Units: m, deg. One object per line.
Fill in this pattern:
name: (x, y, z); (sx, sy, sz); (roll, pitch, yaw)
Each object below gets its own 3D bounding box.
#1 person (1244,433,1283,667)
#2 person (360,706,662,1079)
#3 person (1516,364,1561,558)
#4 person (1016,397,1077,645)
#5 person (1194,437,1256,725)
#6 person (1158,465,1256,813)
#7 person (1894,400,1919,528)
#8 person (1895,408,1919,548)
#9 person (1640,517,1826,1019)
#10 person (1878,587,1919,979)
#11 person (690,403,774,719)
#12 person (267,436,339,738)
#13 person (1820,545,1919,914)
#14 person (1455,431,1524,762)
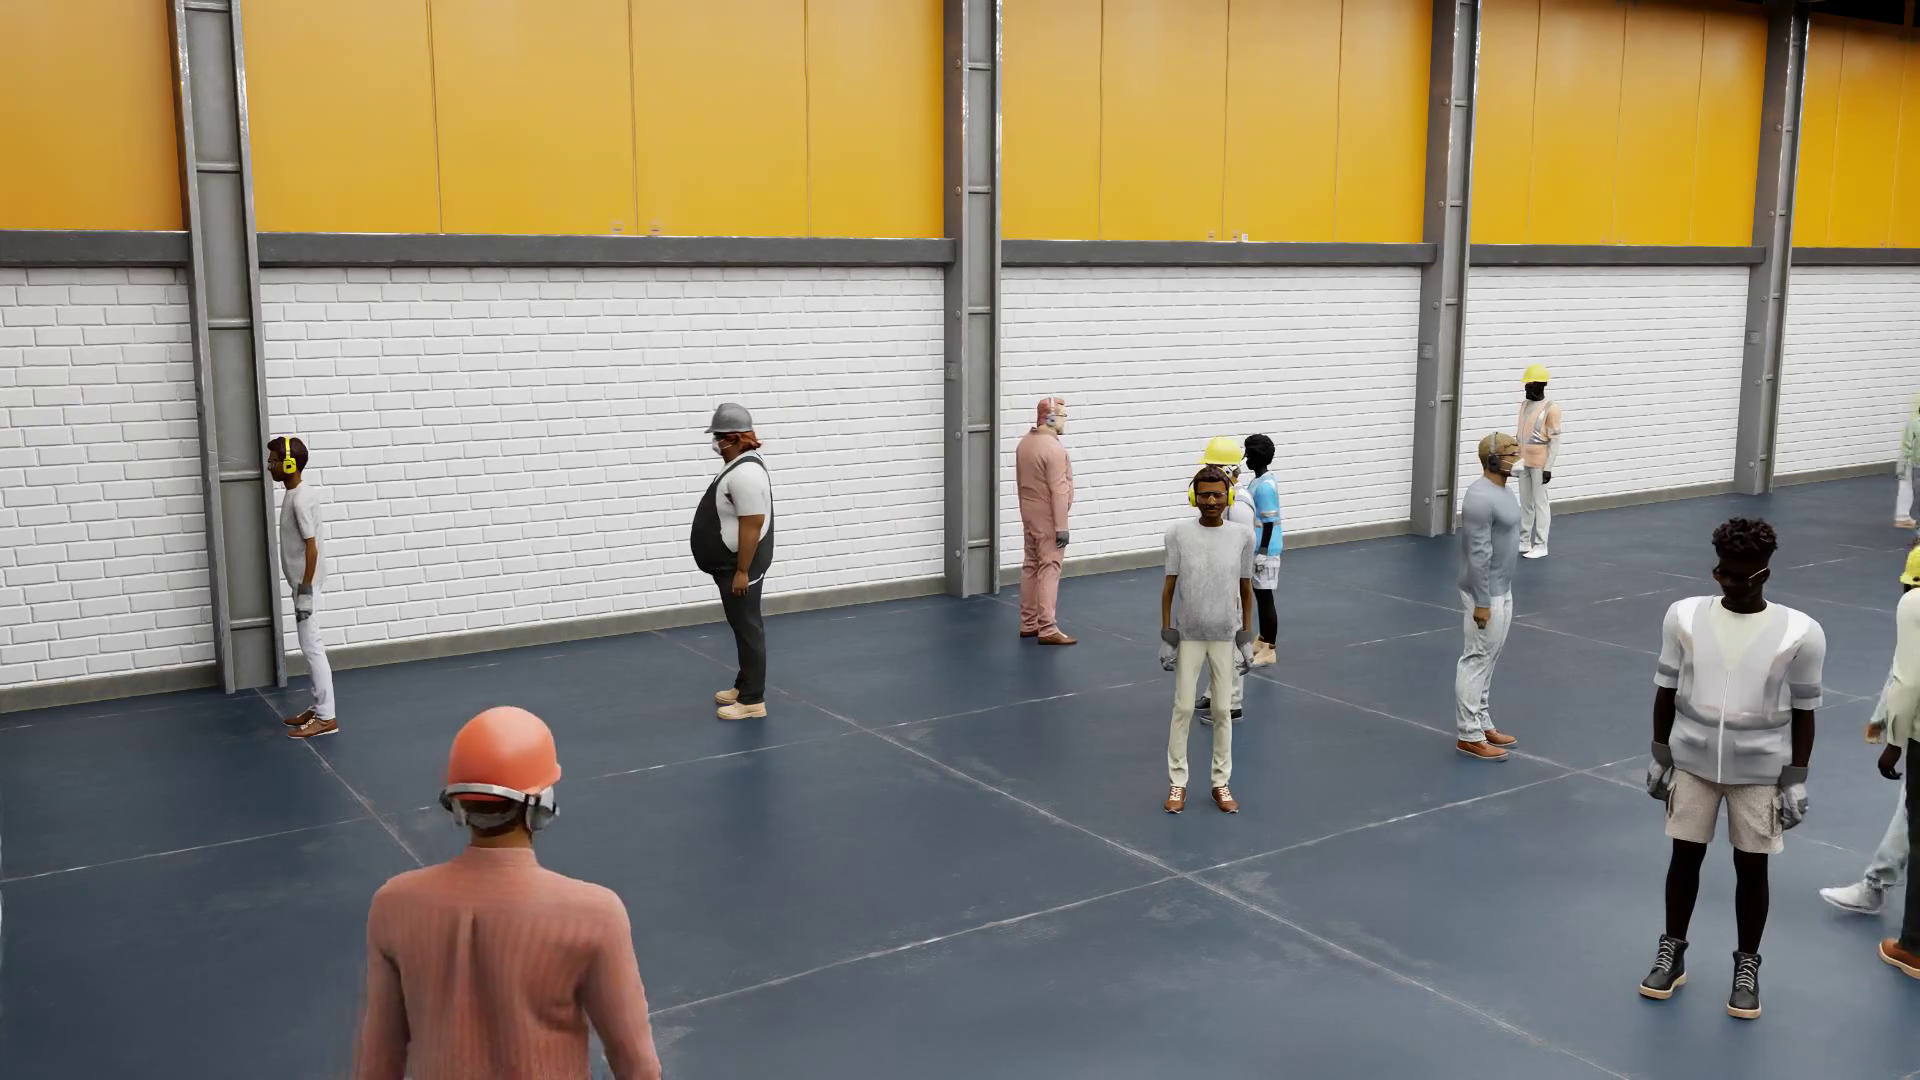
person: (2.183, 0.071, 12.101); (0.319, 1.698, 0.539); (1, 9, 5)
person: (-1.000, 1.334, 3.784); (0.645, 1.935, 1.048); (2, 10, 13)
person: (5.709, -0.782, 16.557); (0.367, 1.928, 0.584); (-3, 10, -17)
person: (0.683, -0.151, 12.826); (0.401, 1.904, 0.650); (-4, 10, -23)
person: (1.659, 0.254, 10.602); (0.404, 1.831, 0.600); (-1, 10, -8)
person: (1.312, 0.527, 8.848); (0.510, 1.872, 0.328); (0, 9, 1)
person: (10.612, -0.977, 18.136); (0.622, 1.807, 0.627); (4, 10, 24)
person: (9.900, -0.712, 17.081); (0.691, 1.604, 0.537); (-8, 13, -41)
person: (2.993, 0.875, 6.484); (0.600, 1.958, 0.379); (7, 11, 35)
person: (4.078, 0.806, 6.788); (0.617, 1.993, 0.396); (1, 9, 5)
person: (-1.470, 0.126, 10.746); (0.536, 2.000, 0.688); (-1, 10, -8)
person: (-4.072, 0.291, 10.288); (0.311, 1.864, 0.530); (-4, 10, -24)
person: (4.282, 0.853, 7.416); (0.806, 1.696, 0.491); (1, 9, 7)
person: (3.149, 0.322, 9.872); (0.372, 1.940, 0.631); (5, 11, 29)
